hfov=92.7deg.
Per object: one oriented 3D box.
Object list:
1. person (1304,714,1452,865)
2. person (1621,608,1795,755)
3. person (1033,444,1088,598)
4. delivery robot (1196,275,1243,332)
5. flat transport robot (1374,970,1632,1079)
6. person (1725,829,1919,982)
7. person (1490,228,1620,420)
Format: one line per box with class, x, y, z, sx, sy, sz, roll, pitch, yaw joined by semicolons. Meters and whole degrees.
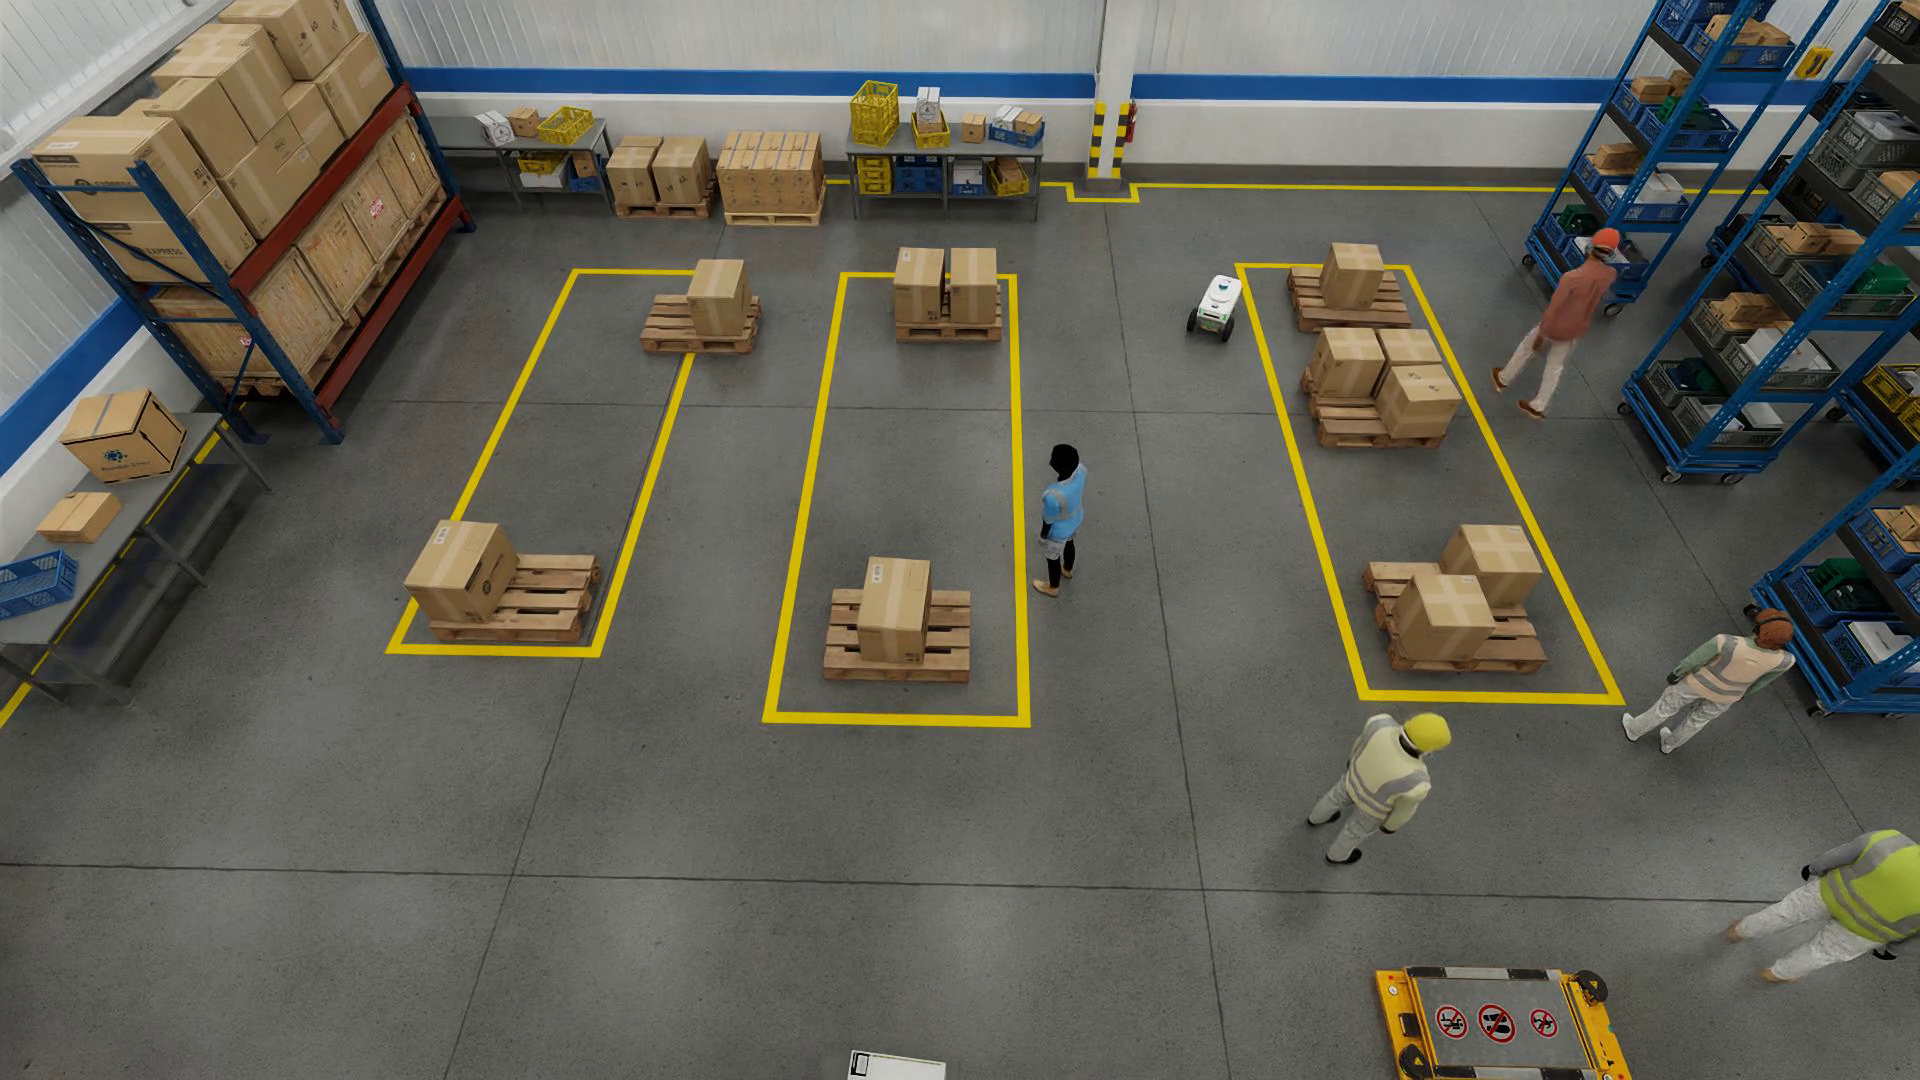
person;2.781;1.661;6.122;0.403;1.824;0.595;-10;52;-8
person;5.499;1.068;6.726;0.514;1.634;0.313;19;53;15
person;0.839;-0.150;7.683;0.320;1.689;0.537;30;57;22
delivery robot;2.963;-2.727;10.451;0.477;0.478;0.707;21;54;16
flat transport robot;3.501;3.133;5.914;1.431;0.197;0.652;1;51;1
person;5.522;2.252;5.627;0.429;1.839;0.634;-16;53;-13
person;5.992;-2.163;9.158;0.641;1.936;0.915;-4;51;-3
